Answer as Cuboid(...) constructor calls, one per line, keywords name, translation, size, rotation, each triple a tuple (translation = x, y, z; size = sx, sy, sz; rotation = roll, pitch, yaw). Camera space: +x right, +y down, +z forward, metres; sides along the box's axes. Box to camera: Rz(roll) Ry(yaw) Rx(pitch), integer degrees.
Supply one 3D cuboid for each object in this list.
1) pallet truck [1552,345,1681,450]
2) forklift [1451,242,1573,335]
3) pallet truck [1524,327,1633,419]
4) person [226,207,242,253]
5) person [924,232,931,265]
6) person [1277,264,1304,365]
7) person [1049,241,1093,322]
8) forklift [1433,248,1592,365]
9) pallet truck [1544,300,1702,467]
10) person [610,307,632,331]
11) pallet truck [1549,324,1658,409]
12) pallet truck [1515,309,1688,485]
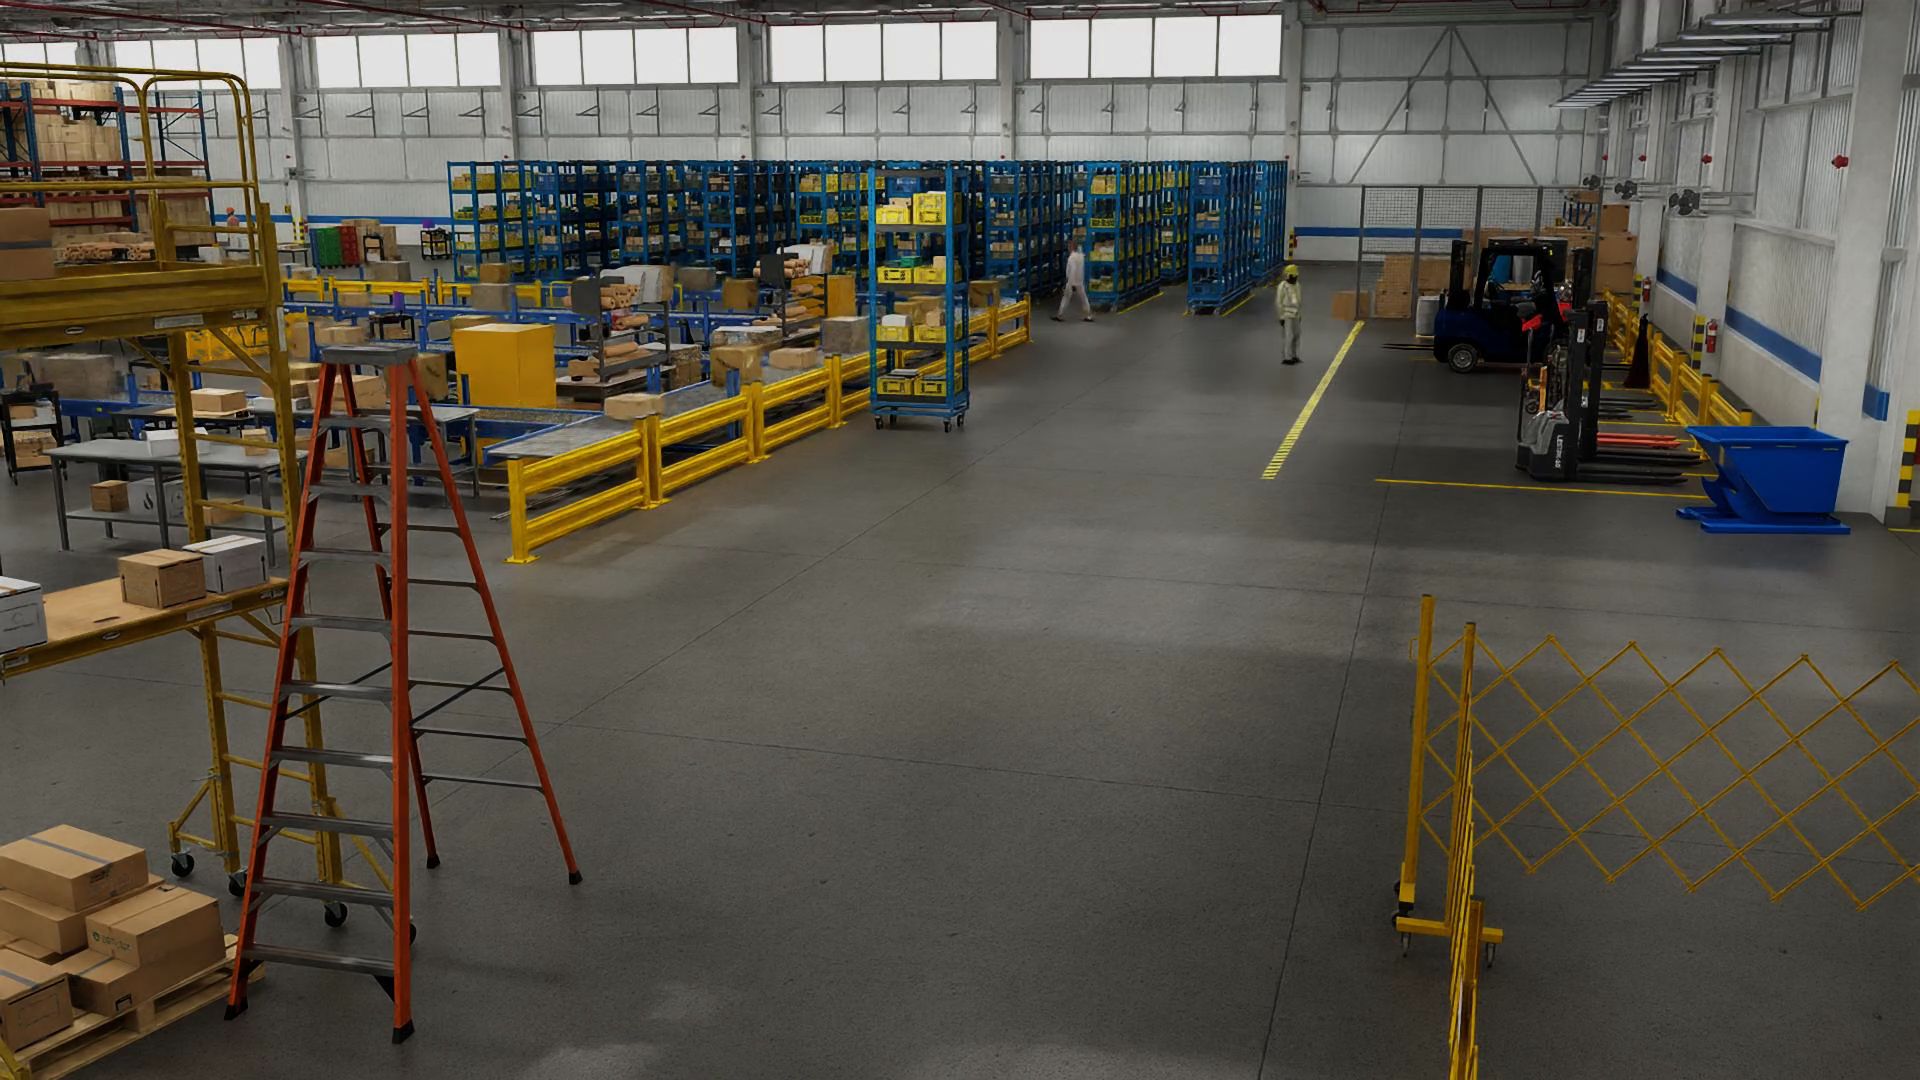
Cuboid(name="pallet truck", translation=(8.641, -1.896, 21.908), size=(1.630, 1.274, 0.653), rotation=(4, 14, 16))
Cuboid(name="forklift", translation=(10.464, -4.597, 31.405), size=(2.680, 1.987, 1.157), rotation=(4, 14, 16))
Cuboid(name="pallet truck", translation=(9.065, -2.460, 24.370), size=(1.522, 1.261, 0.704), rotation=(3, 13, 14))
Cuboid(name="person", translation=(-25.557, -10.705, 58.484), size=(0.412, 1.987, 0.607), rotation=(2, 13, 8))
Cuboid(name="person", translation=(-0.924, -8.608, 49.763), size=(0.433, 1.827, 0.570), rotation=(7, 15, 27))
Cuboid(name="person", translation=(6.016, -4.100, 30.299), size=(0.627, 1.822, 0.426), rotation=(-10, 17, -38))
Cuboid(name="person", translation=(2.612, -5.913, 38.068), size=(1.014, 1.853, 0.657), rotation=(7, 15, 27))
Cuboid(name="forklift", translation=(9.780, -4.111, 29.280), size=(2.680, 1.987, 1.157), rotation=(3, 13, 14))
Cuboid(name="pallet truck", translation=(8.263, -1.952, 20.631), size=(1.885, 1.965, 0.823), rotation=(5, 14, 20))
Cuboid(name="person", translation=(-6.175, -4.080, 30.352), size=(0.518, 1.757, 0.337), rotation=(9, 16, 35))
Cuboid(name="pallet truck", translation=(9.824, -2.669, 25.407), size=(1.601, 1.201, 0.680), rotation=(4, 14, 16))
Cuboid(name="pallet truck", translation=(7.554, -1.677, 19.446), size=(1.885, 1.965, 0.823), rotation=(3, 13, 14))
